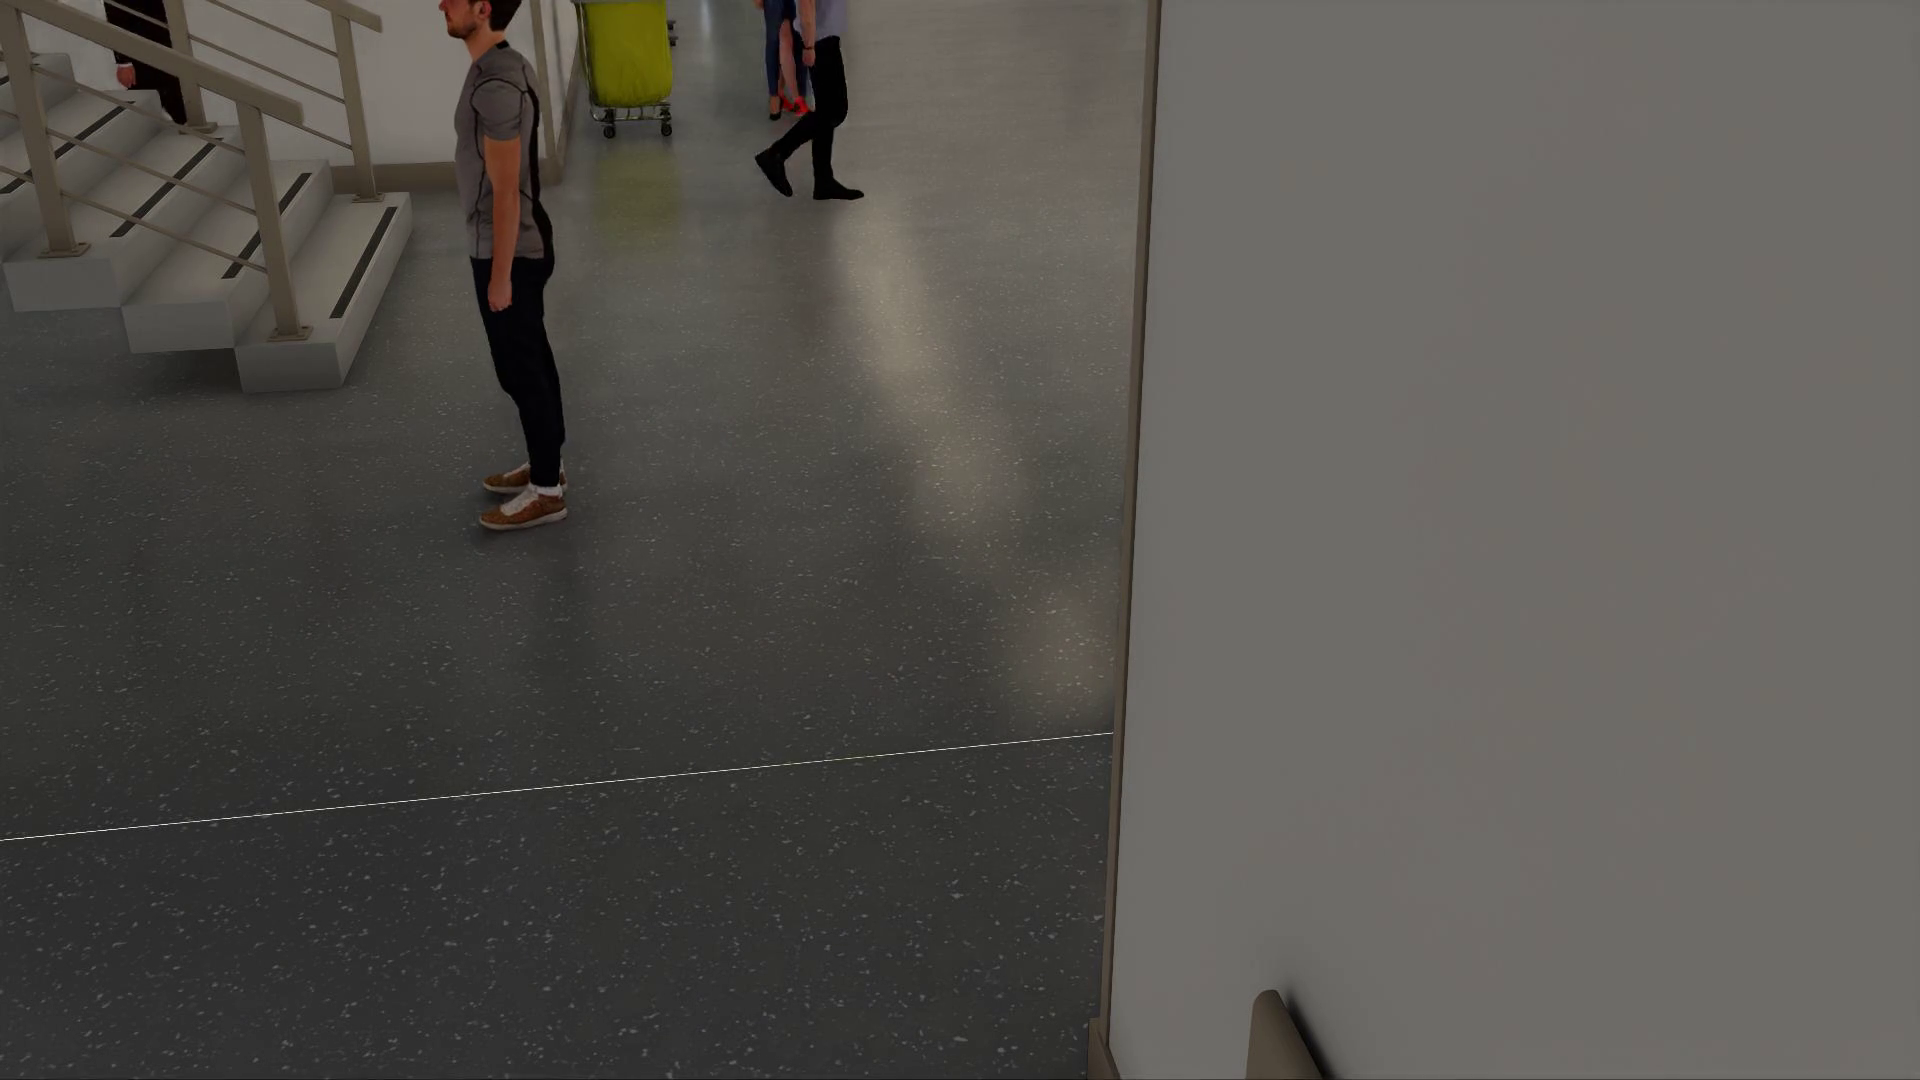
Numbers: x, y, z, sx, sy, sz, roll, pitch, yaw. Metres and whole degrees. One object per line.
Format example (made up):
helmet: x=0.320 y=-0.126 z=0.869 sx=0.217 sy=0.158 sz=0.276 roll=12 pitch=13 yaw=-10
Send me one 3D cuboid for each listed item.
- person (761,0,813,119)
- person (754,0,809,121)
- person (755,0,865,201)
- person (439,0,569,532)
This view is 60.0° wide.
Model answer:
person: x=-1.282 y=-3.942 z=11.762 sx=1.001 sy=1.828 sz=0.970 roll=-17 pitch=31 yaw=-32
person: x=-1.206 y=-3.844 z=11.578 sx=0.455 sy=1.795 sz=0.665 roll=-6 pitch=26 yaw=-12
person: x=-0.889 y=-2.838 z=9.443 sx=0.893 sy=1.853 sz=0.739 roll=-1 pitch=26 yaw=-1
person: x=-1.489 y=-0.986 z=5.553 sx=0.593 sy=1.895 sz=0.651 roll=-6 pitch=26 yaw=-12
